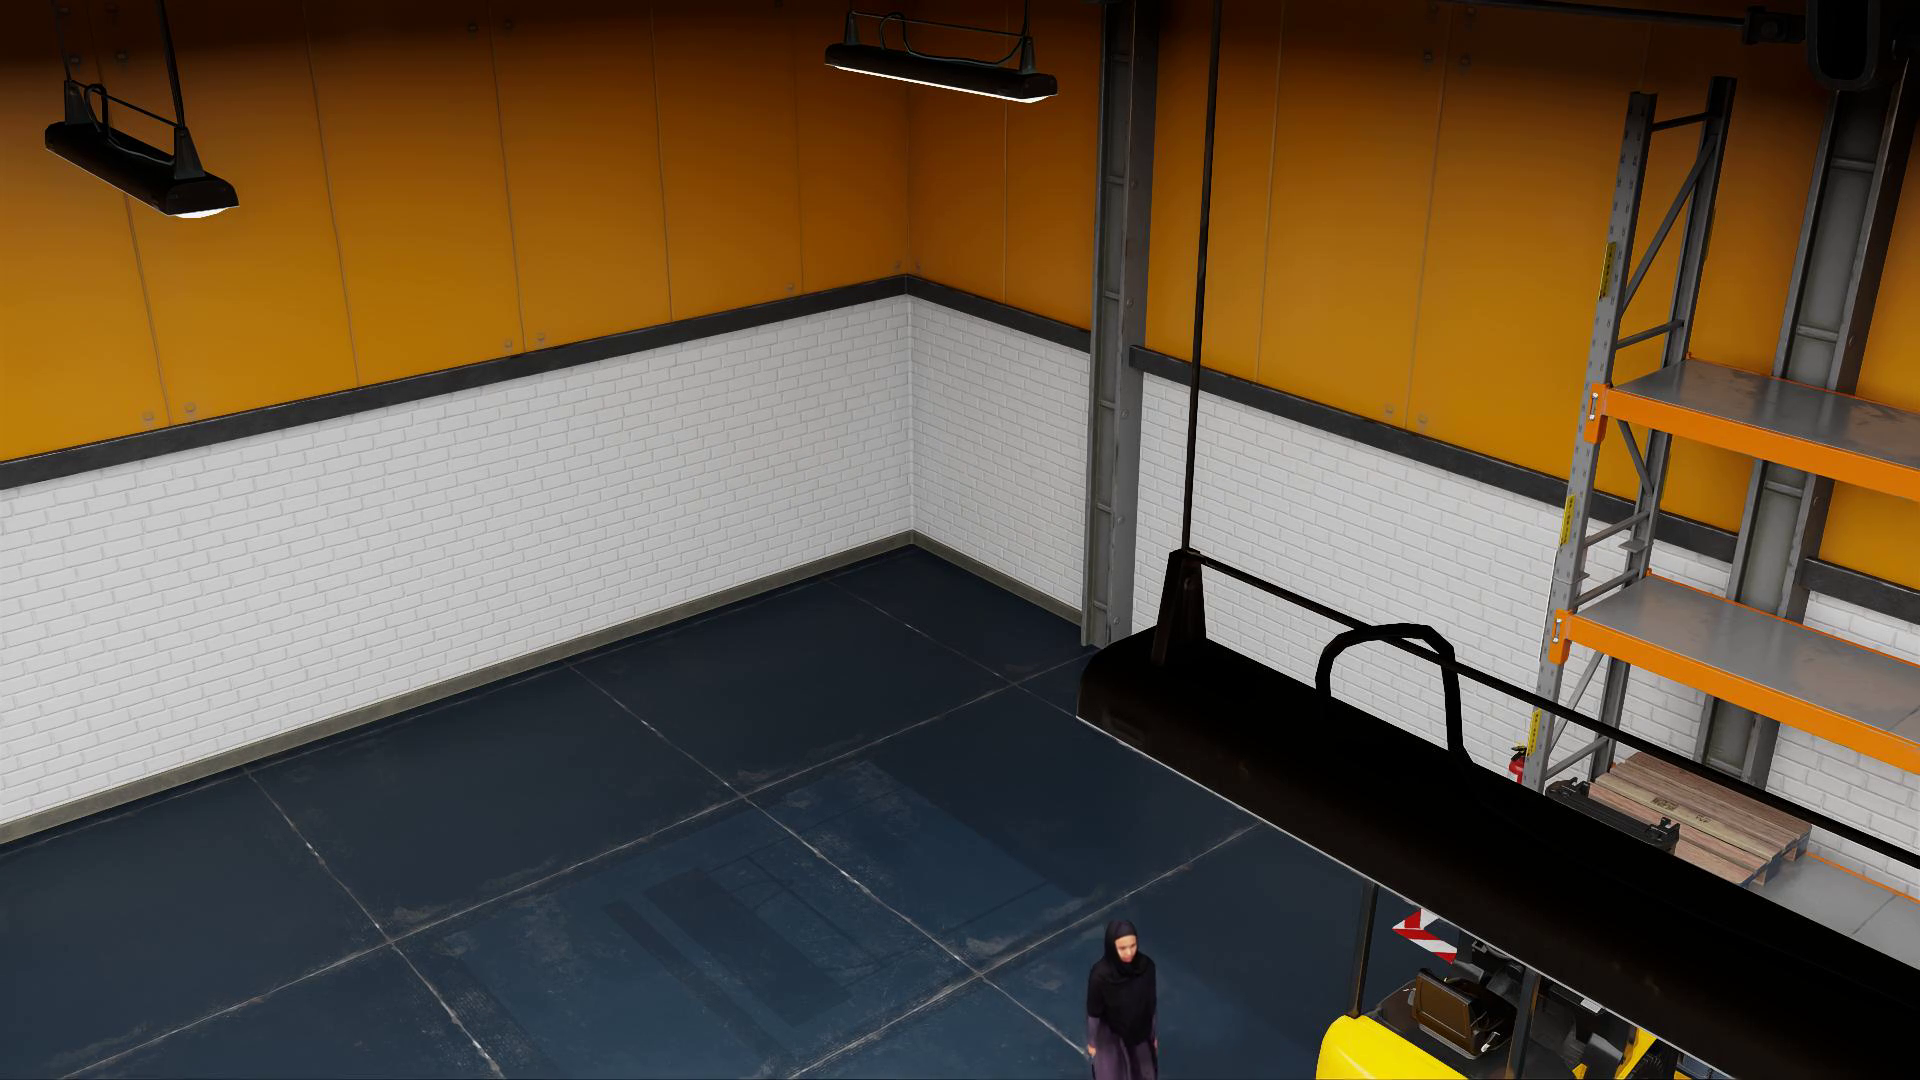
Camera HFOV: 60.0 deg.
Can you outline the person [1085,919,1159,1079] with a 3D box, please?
[{"bbox_3d":[0.943,2.898,9.906,0.753,1.605,0.915,-9,25,-19],"label":"person"}]
